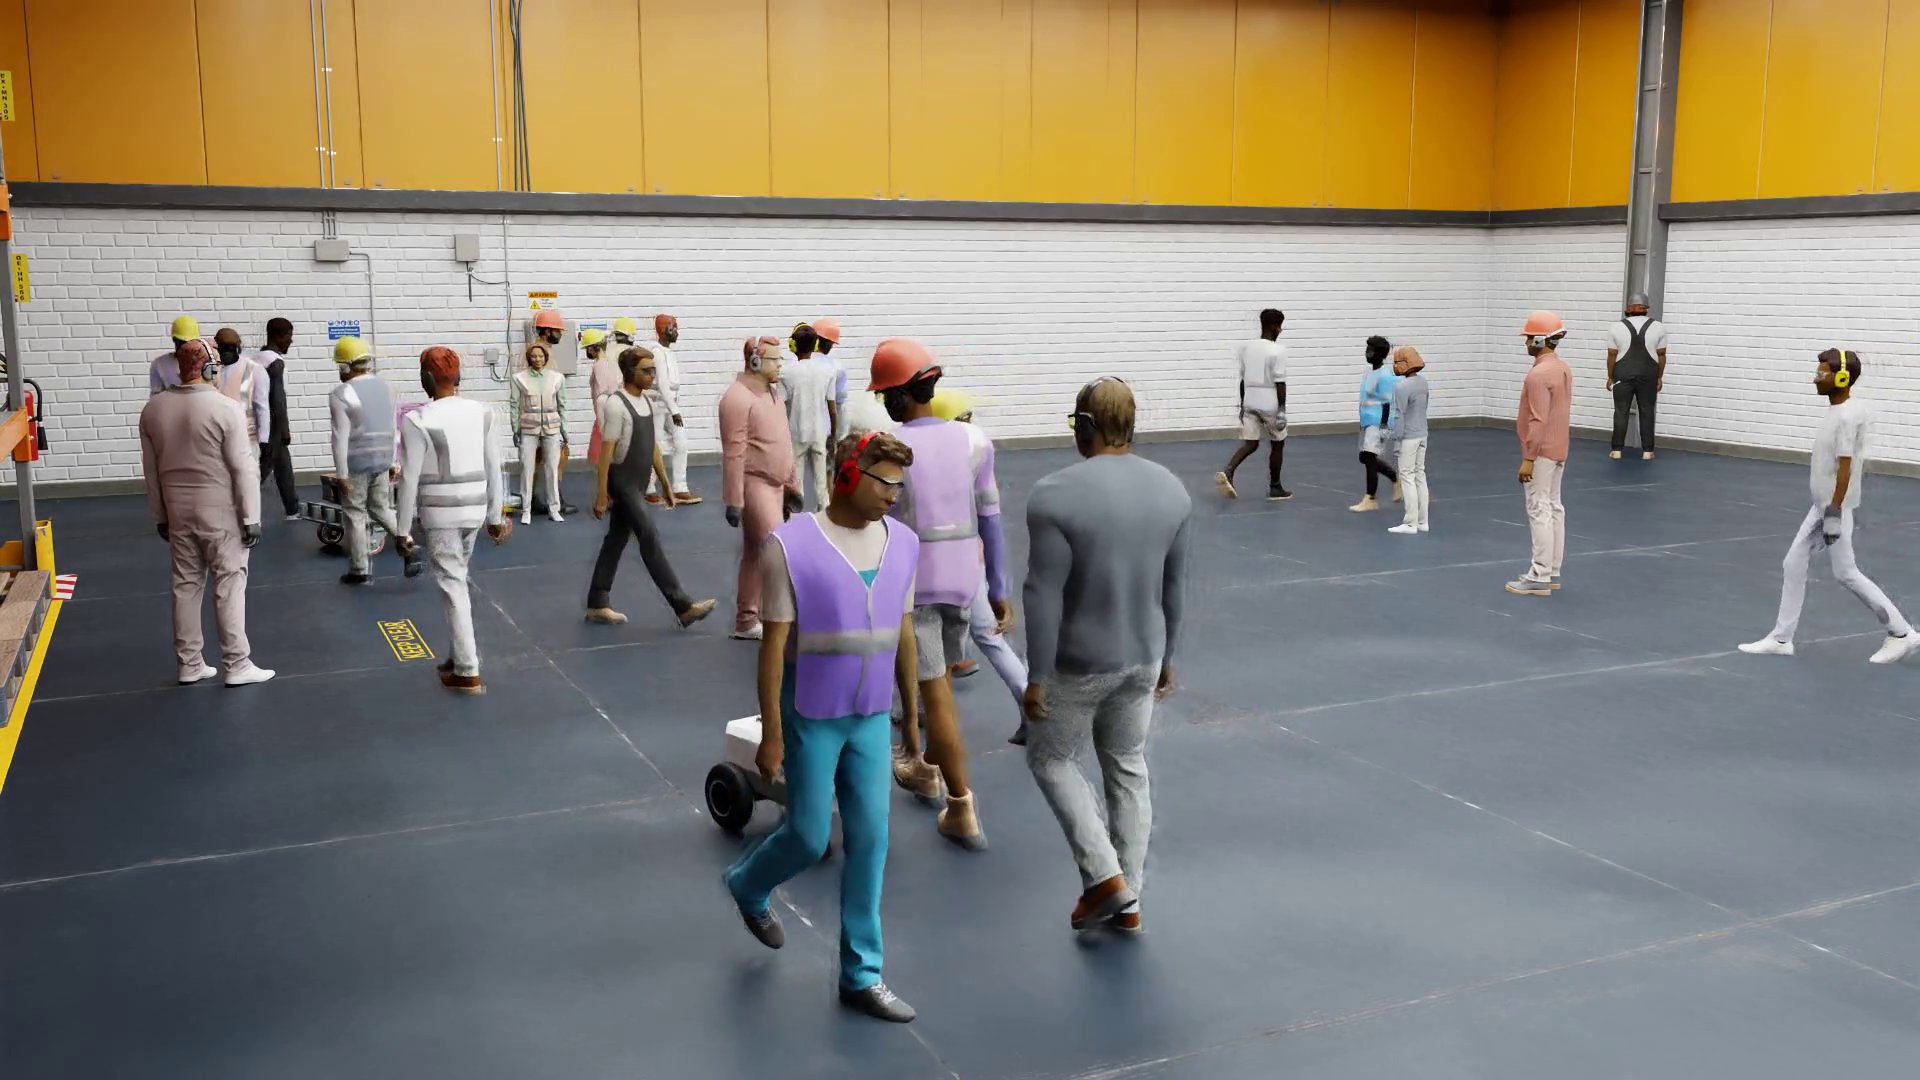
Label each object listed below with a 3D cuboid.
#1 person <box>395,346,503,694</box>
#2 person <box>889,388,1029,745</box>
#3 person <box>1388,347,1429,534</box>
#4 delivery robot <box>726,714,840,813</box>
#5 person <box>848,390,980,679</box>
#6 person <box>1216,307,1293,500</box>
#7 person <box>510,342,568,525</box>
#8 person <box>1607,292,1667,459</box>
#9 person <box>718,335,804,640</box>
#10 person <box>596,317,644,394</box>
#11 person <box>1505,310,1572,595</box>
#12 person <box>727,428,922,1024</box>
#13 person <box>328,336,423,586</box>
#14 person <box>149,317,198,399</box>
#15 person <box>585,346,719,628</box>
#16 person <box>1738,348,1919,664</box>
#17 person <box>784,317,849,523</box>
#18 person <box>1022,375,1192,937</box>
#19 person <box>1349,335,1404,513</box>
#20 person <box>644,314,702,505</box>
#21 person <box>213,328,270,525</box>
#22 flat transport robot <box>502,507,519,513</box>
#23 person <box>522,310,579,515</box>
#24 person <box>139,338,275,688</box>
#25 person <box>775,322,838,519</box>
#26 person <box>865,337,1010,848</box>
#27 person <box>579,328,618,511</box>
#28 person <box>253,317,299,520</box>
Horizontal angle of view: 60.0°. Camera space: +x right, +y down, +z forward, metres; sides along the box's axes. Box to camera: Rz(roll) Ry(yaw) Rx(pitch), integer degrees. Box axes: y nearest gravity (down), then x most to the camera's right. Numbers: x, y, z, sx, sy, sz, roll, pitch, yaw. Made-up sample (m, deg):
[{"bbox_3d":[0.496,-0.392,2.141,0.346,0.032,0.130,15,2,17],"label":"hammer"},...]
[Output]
[{"bbox_3d":[-2.817,-0.109,8.986,0.621,1.867,0.607,6,11,33],"label":"person"},{"bbox_3d":[0.055,0.128,8.007,0.943,1.716,0.529,4,10,24],"label":"person"},{"bbox_3d":[3.904,-0.863,14.451,0.308,1.624,0.495,9,12,43],"label":"person"},{"bbox_3d":[-0.626,0.872,6.682,0.477,0.478,0.707,-8,12,-42],"label":"delivery robot"},{"bbox_3d":[-0.338,-0.121,9.003,0.980,1.886,0.638,3,10,18],"label":"person"},{"bbox_3d":[2.933,-1.322,16.383,0.852,1.926,0.610,-7,12,-37],"label":"person"},{"bbox_3d":[-3.787,-0.962,14.993,0.516,1.640,0.314,-4,10,-25],"label":"person"},{"bbox_3d":[8.199,-2.002,20.208,0.672,2.000,0.536,3,10,19],"label":"person"},{"bbox_3d":[-1.103,-0.286,10.033,0.713,1.884,0.675,2,9,14],"label":"person"},{"bbox_3d":[-3.489,-1.446,17.552,0.611,1.783,0.862,3,10,21],"label":"person"},{"bbox_3d":[4.084,-0.611,11.718,0.395,1.993,0.614,7,12,38],"label":"person"},{"bbox_3d":[-0.419,0.542,5.186,0.609,1.803,0.759,-8,12,-41],"label":"person"},{"bbox_3d":[-4.221,-0.548,11.892,0.600,1.815,0.594,5,11,30],"label":"person"},{"bbox_3d":[-6.620,-0.978,14.339,0.694,1.876,0.797,-2,9,-14],"label":"person"},{"bbox_3d":[-1.991,-0.320,10.532,0.987,1.789,0.542,2,9,12],"label":"person"},{"bbox_3d":[5.118,-0.189,9.630,0.909,1.833,0.527,3,10,17],"label":"person"},{"bbox_3d":[-1.239,-0.901,13.870,0.631,1.892,0.447,-2,9,-11],"label":"person"},{"bbox_3d":[0.472,0.405,5.634,0.655,1.921,0.436,-5,10,-29],"label":"person"},{"bbox_3d":[3.978,-1.095,15.672,0.568,1.679,0.540,-1,9,-5],"label":"person"},{"bbox_3d":[-2.821,-1.247,16.113,0.688,1.848,0.552,3,10,17],"label":"person"},{"bbox_3d":[-5.967,-0.832,13.653,0.654,1.813,0.452,-1,9,-4],"label":"person"},{"bbox_3d":[-4.876,-0.344,15.395,1.431,0.197,0.652,-6,11,-34],"label":"flat transport robot"},{"bbox_3d":[-3.822,-1.178,15.492,0.632,1.910,0.565,-4,10,-23],"label":"person"},{"bbox_3d":[-4.100,-0.144,9.092,0.653,1.906,0.405,2,9,14],"label":"person"},{"bbox_3d":[-1.207,-0.759,13.010,0.514,1.876,0.328,-3,10,-18],"label":"person"},{"bbox_3d":[-0.184,0.187,6.748,0.636,1.996,0.962,-5,10,-29],"label":"person"},{"bbox_3d":[-3.340,-1.125,15.692,0.486,1.729,0.564,1,9,3],"label":"person"},{"bbox_3d":[-6.239,-1.060,14.914,0.841,1.872,0.666,-7,11,-35],"label":"person"}]
